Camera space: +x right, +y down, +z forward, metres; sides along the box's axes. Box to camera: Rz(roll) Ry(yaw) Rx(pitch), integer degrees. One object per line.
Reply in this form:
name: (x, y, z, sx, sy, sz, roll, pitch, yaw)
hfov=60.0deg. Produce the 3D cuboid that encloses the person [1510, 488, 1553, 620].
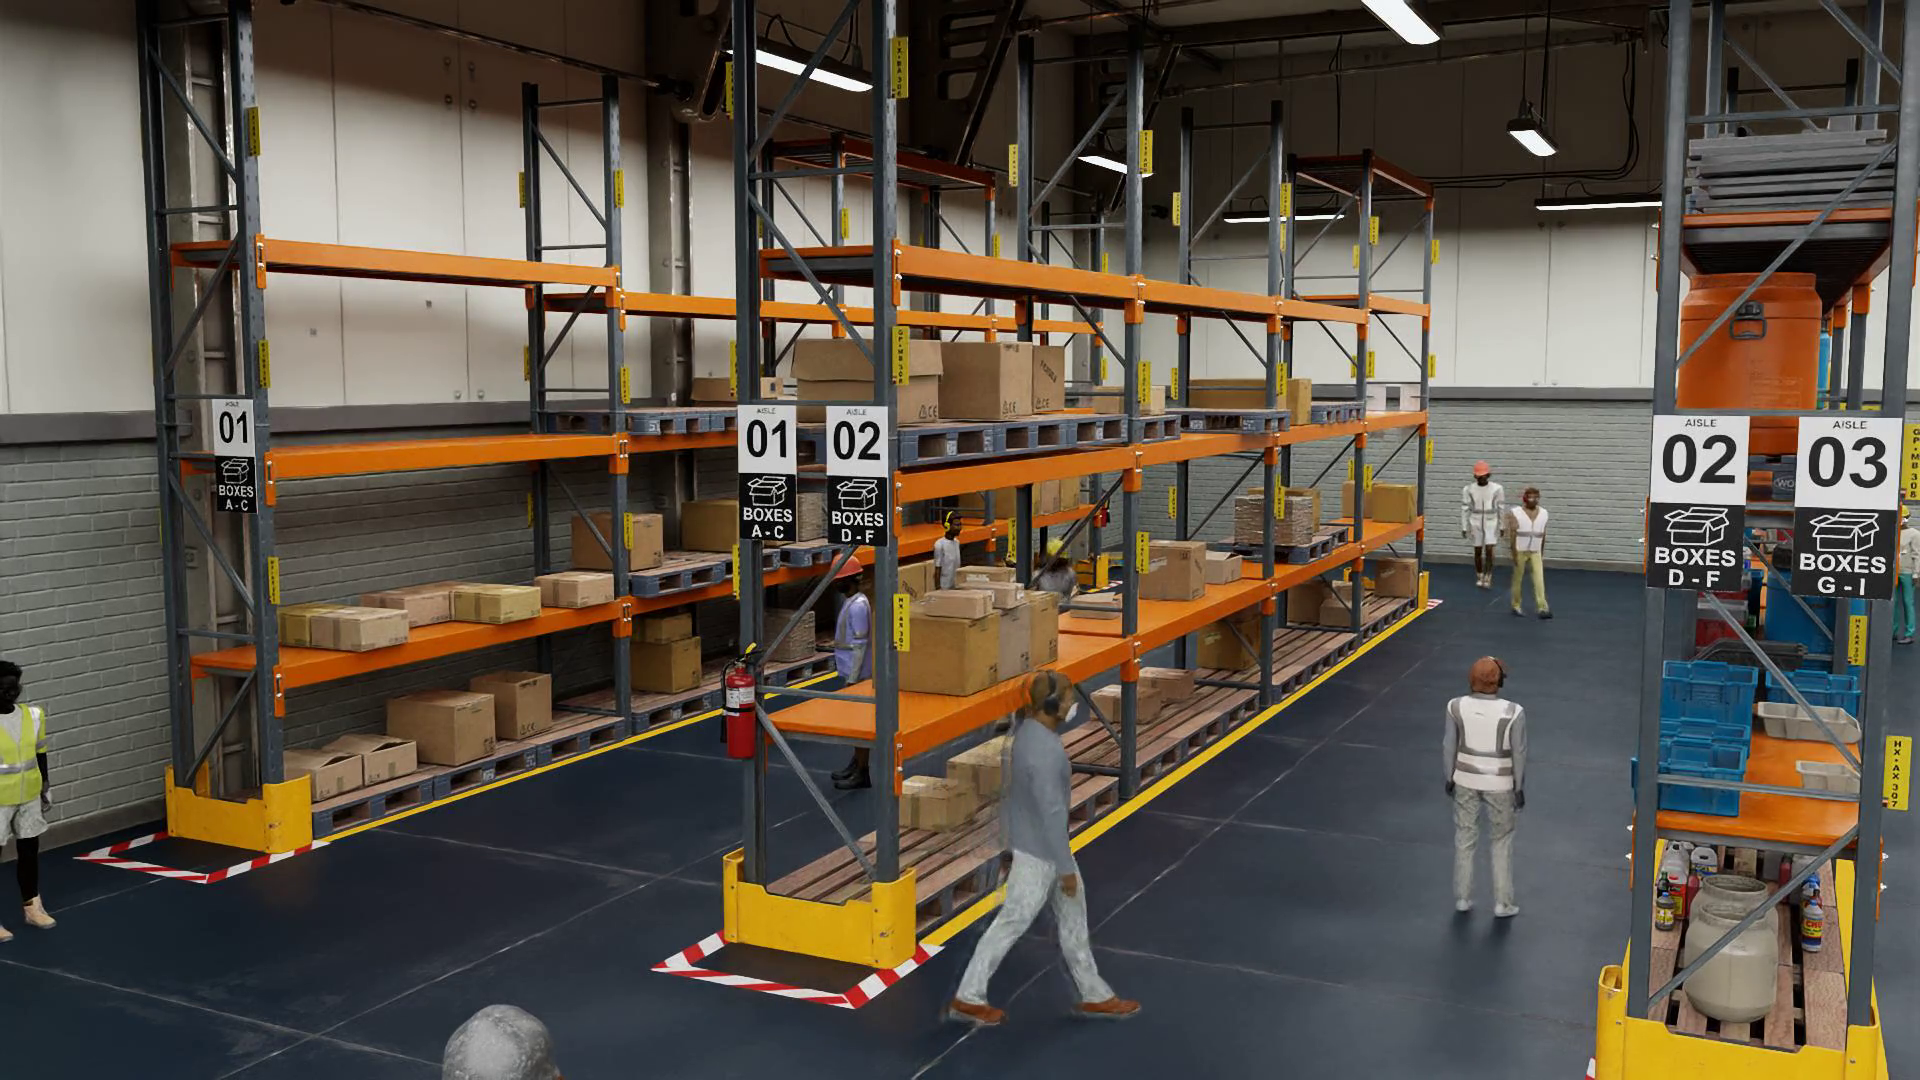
person: (7.805, 0.192, 22.749, 0.566, 1.798, 0.950, -1, 6, -5)

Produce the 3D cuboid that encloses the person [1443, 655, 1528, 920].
person: (3.284, 1.544, 10.411, 0.522, 1.638, 0.311, 4, 7, 34)

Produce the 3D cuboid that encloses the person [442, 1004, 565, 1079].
person: (-1.016, 2.034, 3.710, 0.683, 2.000, 0.538, 1, 6, 6)

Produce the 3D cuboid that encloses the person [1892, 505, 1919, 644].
person: (11.748, 0.419, 20.818, 0.342, 1.753, 0.532, -3, 6, -25)

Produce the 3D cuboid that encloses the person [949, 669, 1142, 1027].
person: (0.409, 1.604, 8.645, 1.013, 1.892, 0.651, 0, 6, 0)

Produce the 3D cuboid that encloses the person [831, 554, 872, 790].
person: (-0.898, 1.072, 13.611, 0.374, 1.928, 0.542, -1, 6, -7)

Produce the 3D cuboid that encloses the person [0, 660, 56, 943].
person: (-5.744, 1.558, 10.035, 0.320, 1.691, 0.536, 3, 7, 28)

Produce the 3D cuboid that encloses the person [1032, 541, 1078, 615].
person: (0.919, 0.847, 16.876, 0.585, 1.700, 0.729, 1, 6, 7)

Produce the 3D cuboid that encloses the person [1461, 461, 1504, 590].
person: (8.096, -0.218, 25.785, 0.629, 1.989, 0.995, 2, 6, 21)

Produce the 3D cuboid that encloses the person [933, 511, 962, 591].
person: (-0.127, 0.603, 18.520, 0.324, 1.861, 0.512, 3, 7, 27)
